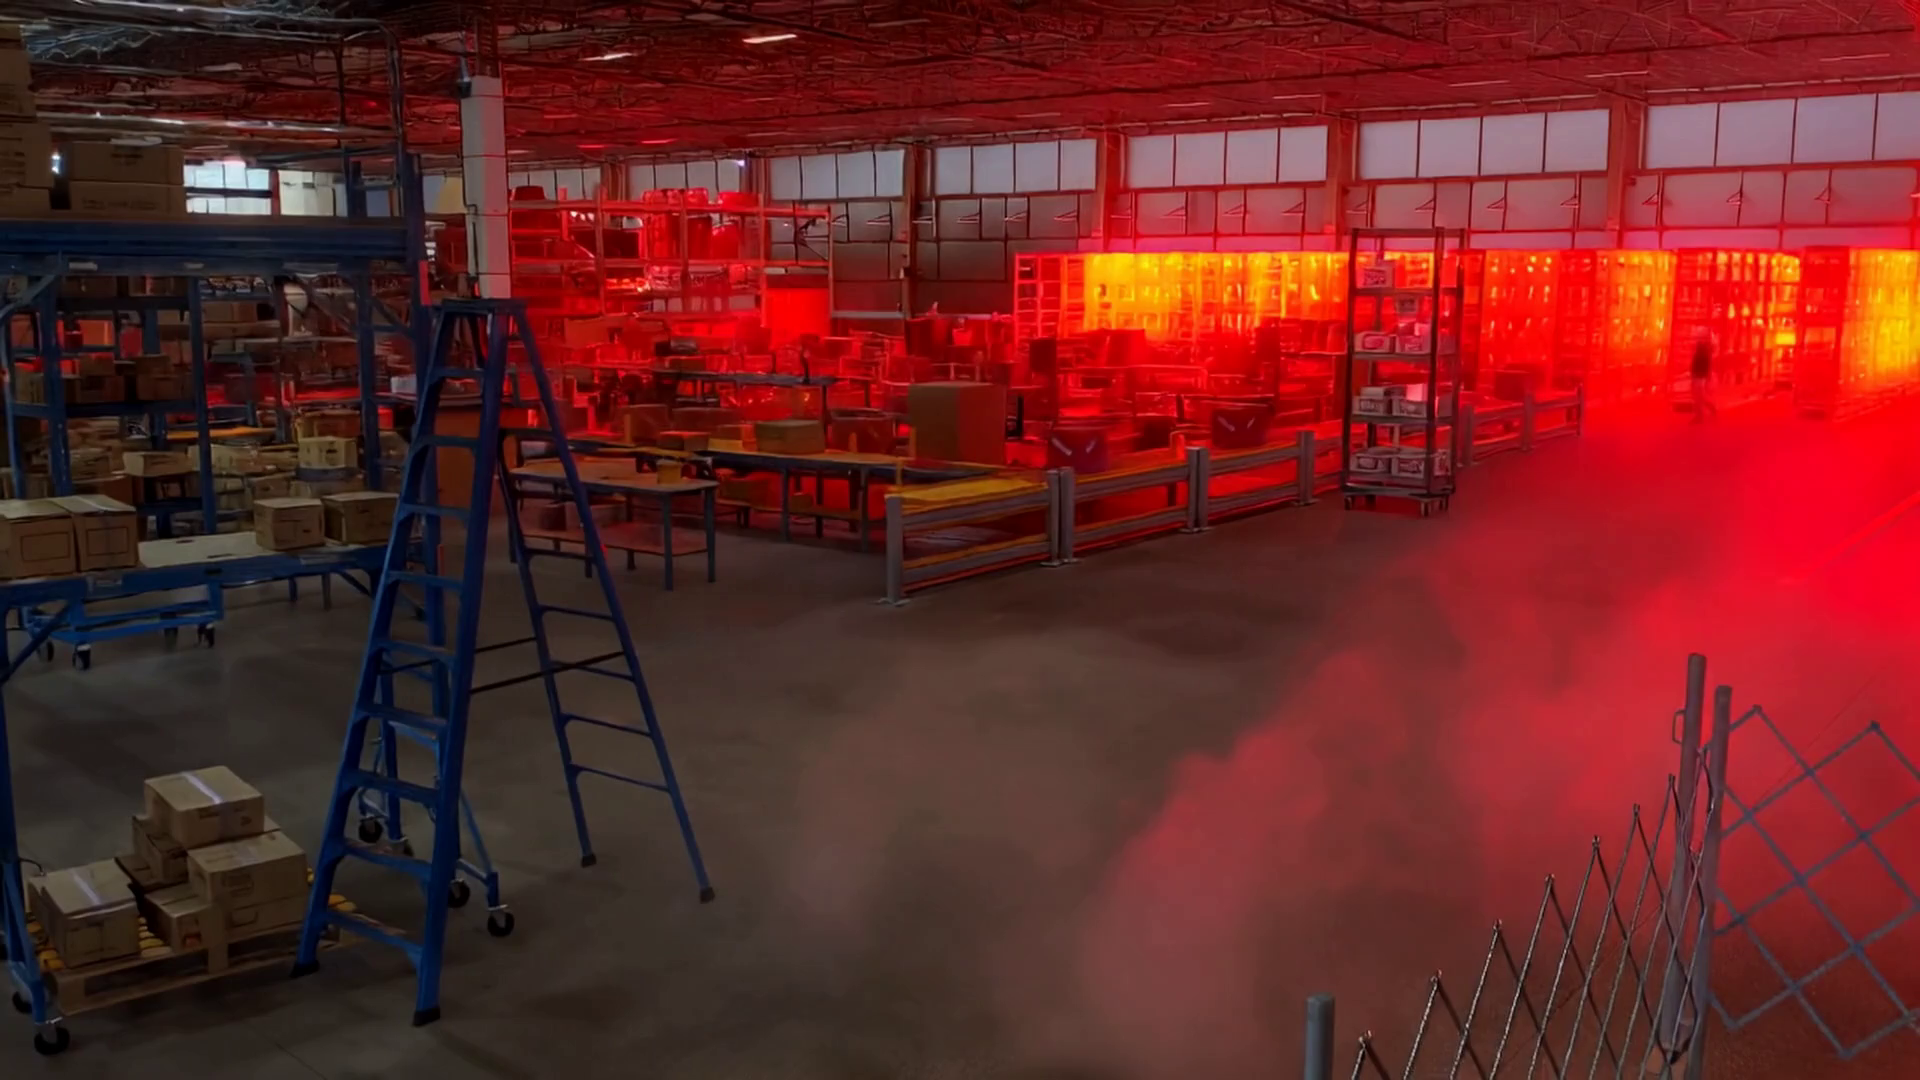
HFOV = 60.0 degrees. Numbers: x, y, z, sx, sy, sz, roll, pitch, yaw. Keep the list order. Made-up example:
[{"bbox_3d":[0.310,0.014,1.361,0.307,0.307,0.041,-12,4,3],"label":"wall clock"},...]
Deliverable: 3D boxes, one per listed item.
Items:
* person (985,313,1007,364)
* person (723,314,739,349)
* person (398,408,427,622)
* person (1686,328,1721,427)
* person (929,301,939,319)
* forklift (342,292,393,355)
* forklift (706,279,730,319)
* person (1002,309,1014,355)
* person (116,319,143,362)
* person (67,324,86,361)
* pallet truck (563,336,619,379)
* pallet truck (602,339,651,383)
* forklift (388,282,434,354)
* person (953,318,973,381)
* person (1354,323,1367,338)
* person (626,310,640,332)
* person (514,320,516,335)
[{"bbox_3d":[1.062,-5.801,49.370,0.659,1.864,0.930,1,9,6],"label":"person"},{"bbox_3d":[-6.971,-5.955,50.494,0.420,1.816,0.611,7,12,38],"label":"person"},{"bbox_3d":[-4.729,-0.218,14.541,0.334,1.871,0.521,-5,10,-30],"label":"person"},{"bbox_3d":[14.831,-3.238,33.130,0.695,1.959,0.641,4,10,25],"label":"person"},{"bbox_3d":[-1.119,-8.952,68.945,0.551,1.915,0.881,-9,12,-43],"label":"person"},{"bbox_3d":[-16.485,-5.622,45.120,1.129,2.768,1.873,7,11,37],"label":"forklift"},{"bbox_3d":[-8.677,-7.982,59.851,1.129,2.768,1.873,7,11,37],"label":"forklift"},{"bbox_3d":[1.791,-7.732,61.862,0.485,1.735,0.343,-2,9,-9],"label":"person"},{"bbox_3d":[-21.262,-4.720,42.610,0.642,1.876,0.771,0,9,1],"label":"person"},{"bbox_3d":[-25.445,-5.431,47.900,0.733,1.608,0.508,4,10,22],"label":"person"},{"bbox_3d":[-10.690,-5.294,48.215,1.601,1.201,0.680,-5,10,-26],"label":"pallet truck"},{"bbox_3d":[-8.991,-4.871,45.351,0.653,1.274,1.630,7,11,37],"label":"pallet truck"},{"bbox_3d":[-16.378,-6.202,48.738,1.129,2.768,1.873,7,11,37],"label":"forklift"},{"bbox_3d":[0.085,-5.083,45.002,0.565,1.837,0.401,3,10,18],"label":"person"},{"bbox_3d":[10.296,-4.622,42.292,0.628,1.788,0.577,5,10,29],"label":"person"},{"bbox_3d":[-10.233,-6.272,52.287,0.623,1.882,1.012,8,12,42],"label":"person"},{"bbox_3d":[-16.117,-7.465,59.655,0.403,1.906,0.651,-4,10,-24],"label":"person"}]
